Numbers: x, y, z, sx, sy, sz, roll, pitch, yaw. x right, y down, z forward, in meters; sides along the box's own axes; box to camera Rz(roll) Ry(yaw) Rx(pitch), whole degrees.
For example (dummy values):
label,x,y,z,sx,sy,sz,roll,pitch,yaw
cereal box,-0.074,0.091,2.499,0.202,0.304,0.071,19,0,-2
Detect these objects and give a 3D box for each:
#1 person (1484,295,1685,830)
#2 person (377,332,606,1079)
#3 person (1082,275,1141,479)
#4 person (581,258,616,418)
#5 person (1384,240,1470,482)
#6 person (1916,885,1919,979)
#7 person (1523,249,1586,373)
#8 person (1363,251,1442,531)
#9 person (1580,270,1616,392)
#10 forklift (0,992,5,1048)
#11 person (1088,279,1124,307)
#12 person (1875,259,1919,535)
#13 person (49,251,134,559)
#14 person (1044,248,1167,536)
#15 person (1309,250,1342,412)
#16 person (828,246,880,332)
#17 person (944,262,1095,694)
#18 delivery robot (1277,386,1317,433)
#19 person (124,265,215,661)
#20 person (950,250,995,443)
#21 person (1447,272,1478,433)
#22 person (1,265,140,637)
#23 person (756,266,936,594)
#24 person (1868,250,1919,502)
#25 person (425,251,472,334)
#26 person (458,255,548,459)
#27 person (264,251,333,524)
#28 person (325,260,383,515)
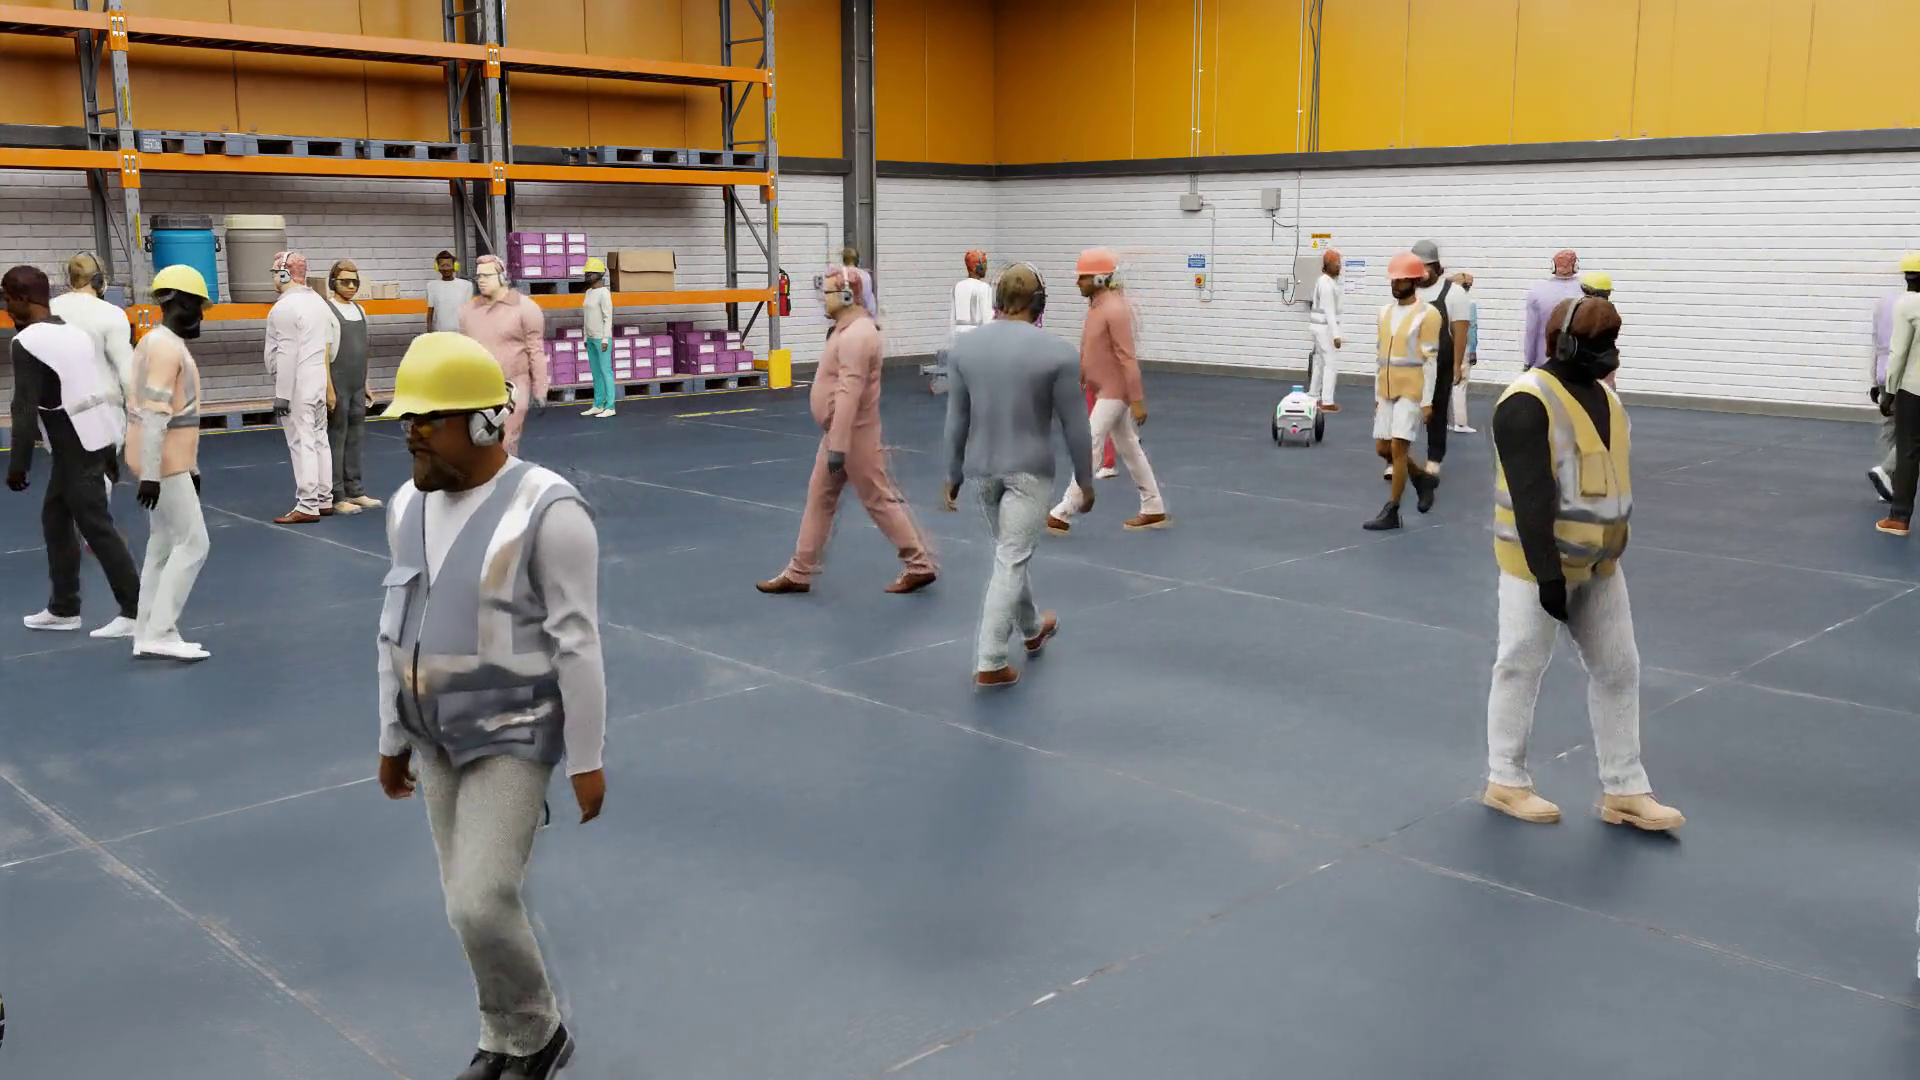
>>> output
label,x,y,z,sx,sy,sz,roll,pitch,yaw
person,2.121,0.108,5.574,0.634,1.820,0.737,-7,12,-33
person,-1.101,0.440,3.770,0.617,1.808,0.470,7,12,32
person,1.279,-1.400,13.946,0.575,1.756,0.555,-6,12,-31
person,-4.053,-2.251,18.562,0.308,1.772,0.525,-9,13,-39
person,3.827,-1.503,13.739,0.690,2.000,1.012,5,12,26
person,2.790,0.371,4.343,0.483,1.743,0.315,-1,10,-8
person,5.258,-1.582,14.552,0.638,1.903,0.406,3,11,18
person,3.113,-1.031,11.512,0.717,1.919,0.548,-7,12,-32
person,5.105,-1.344,13.678,0.700,1.744,0.527,-2,11,-11
forklift,-3.245,0.323,3.363,2.313,2.155,1.214,2,11,13
person,2.157,-3.287,24.562,0.525,1.639,0.307,1,10,4
person,6.538,-1.017,11.207,0.622,1.997,0.372,1,10,3
person,-5.423,-0.855,10.525,0.661,1.920,0.581,3,11,18
person,0.969,-0.990,11.254,1.038,1.931,0.658,-1,10,-7
person,4.220,-2.397,19.114,0.398,1.854,0.620,2,11,9
person,-1.396,-2.781,21.161,0.632,1.891,1.064,8,13,36
person,0.315,-0.303,7.588,0.661,1.889,0.989,6,12,30
delivery robot,3.289,-1.261,16.221,0.477,0.478,0.707,3,11,15
person,-3.768,-0.365,7.963,0.531,1.878,0.630,-6,12,-29
person,0.135,-1.851,16.073,0.362,1.882,0.576,-8,13,-36
person,5.107,-1.919,17.100,0.313,1.642,0.513,-5,12,-27
person,-4.498,-0.423,8.324,0.821,1.872,0.580,-2,11,-10
person,-0.610,-0.596,9.316,1.016,1.859,0.659,-2,11,-10
person,7.057,-1.209,12.483,0.536,1.915,0.587,-5,11,-25
person,-5.493,-2.185,17.974,0.541,1.861,0.328,-2,11,-11
person,-3.265,-1.030,11.598,0.672,1.880,0.755,4,11,20
person,-4.685,-1.071,11.754,0.407,1.908,0.641,0,10,1
person,-4.478,-1.112,12.153,0.346,1.842,0.505,3,11,15
